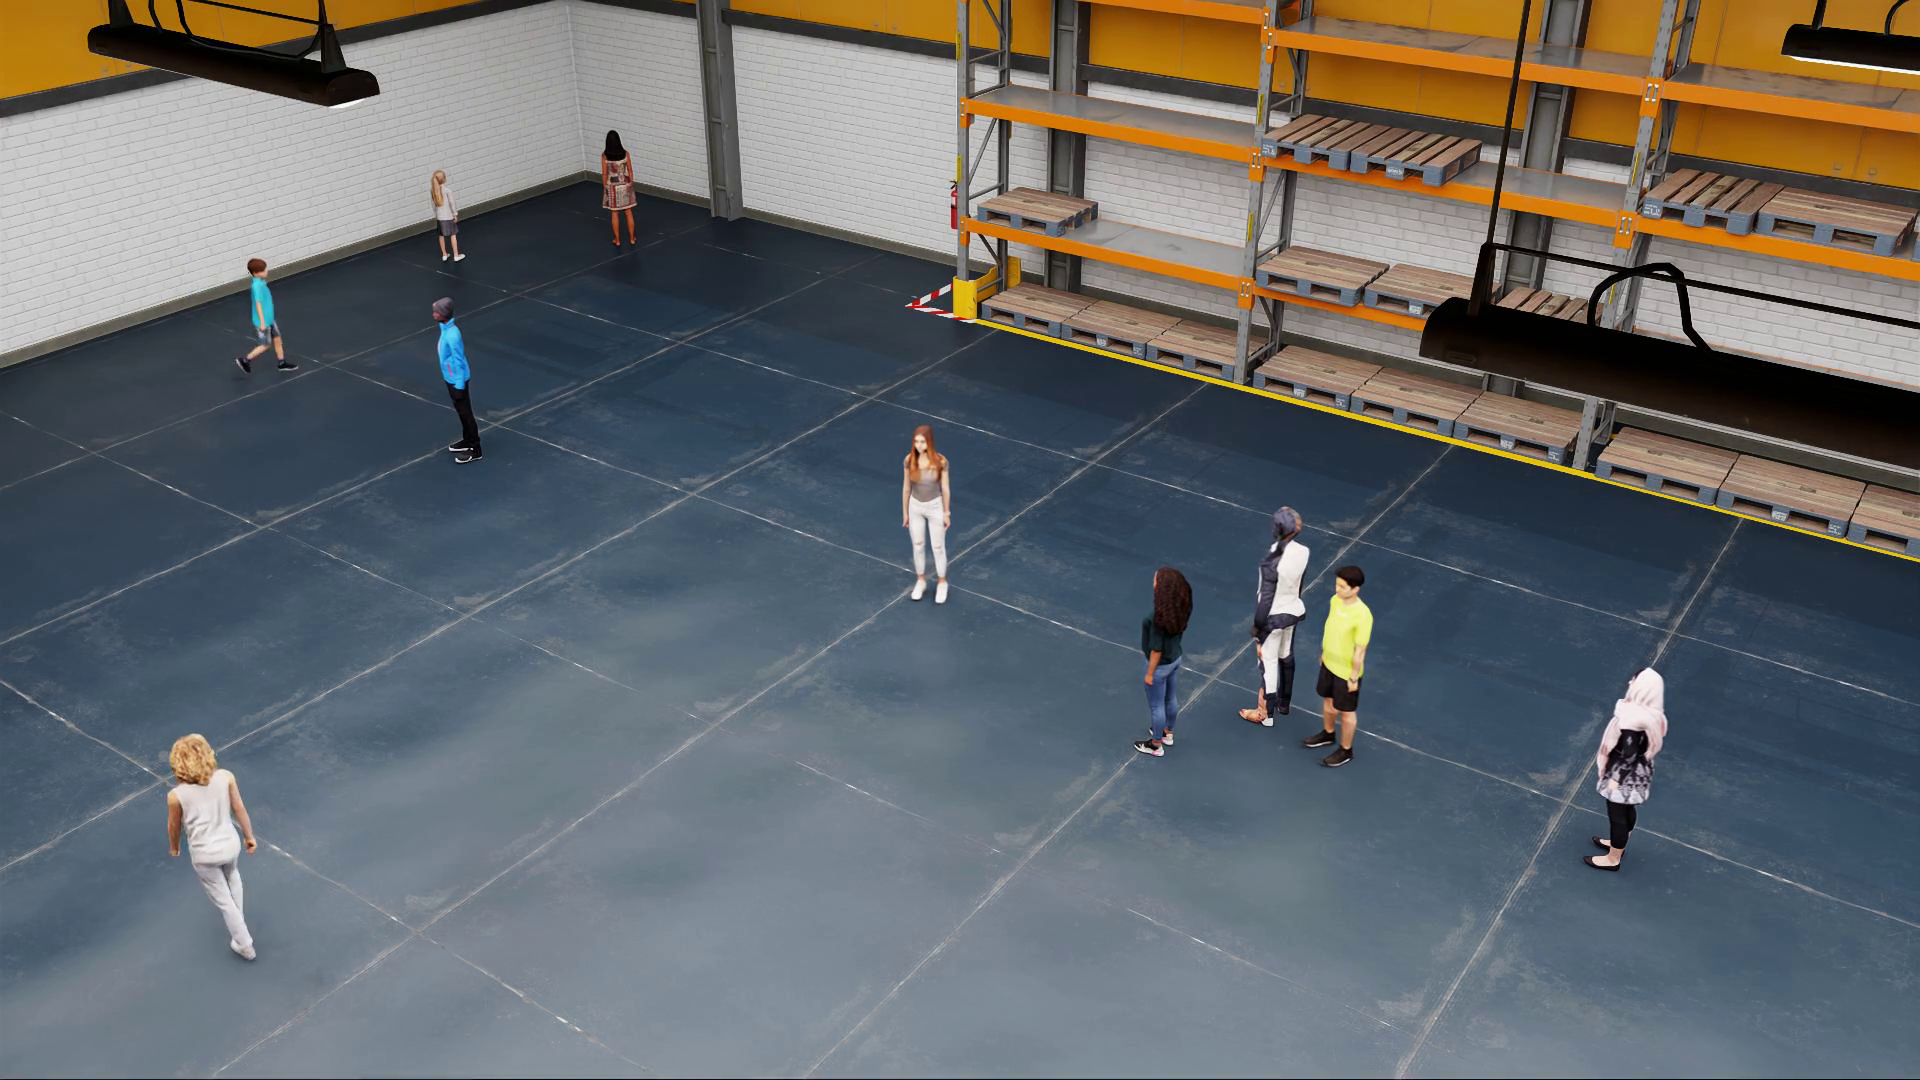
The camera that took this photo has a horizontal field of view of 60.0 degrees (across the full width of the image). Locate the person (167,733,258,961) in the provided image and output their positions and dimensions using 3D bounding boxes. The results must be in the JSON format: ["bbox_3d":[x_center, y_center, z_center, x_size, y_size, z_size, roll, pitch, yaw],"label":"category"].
[{"bbox_3d":[-4.818,2.043,10.831,0.877,1.644,0.660,22,36,35],"label":"person"}]

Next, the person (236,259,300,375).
[{"bbox_3d":[-8.282,-2.609,19.586,0.941,1.427,0.890,-7,29,-13],"label":"person"}]

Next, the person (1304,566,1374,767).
[{"bbox_3d":[2.956,0.931,12.804,0.751,1.707,0.648,-10,30,-18],"label":"person"}]

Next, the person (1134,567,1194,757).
[{"bbox_3d":[1.578,0.935,12.891,0.590,1.617,0.597,20,35,32],"label":"person"}]

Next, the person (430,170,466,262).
[{"bbox_3d":[-7.219,-4.551,23.305,0.561,1.275,0.650,5,29,9],"label":"person"}]

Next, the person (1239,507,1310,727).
[{"bbox_3d":[2.528,0.606,13.205,0.741,1.893,0.684,-22,35,-34],"label":"person"}]

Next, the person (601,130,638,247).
[{"bbox_3d":[-4.903,-5.055,23.843,0.723,1.645,0.733,-10,30,-18],"label":"person"}]

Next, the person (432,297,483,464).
[{"bbox_3d":[-5.294,-1.699,17.534,0.750,1.794,0.621,-14,32,-24],"label":"person"}]

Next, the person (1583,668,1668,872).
[{"bbox_3d":[4.682,1.598,11.654,0.602,1.636,0.619,18,33,29],"label":"person"}]

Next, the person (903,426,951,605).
[{"bbox_3d":[-0.292,-0.254,14.966,0.577,1.716,0.716,6,29,11],"label":"person"}]
